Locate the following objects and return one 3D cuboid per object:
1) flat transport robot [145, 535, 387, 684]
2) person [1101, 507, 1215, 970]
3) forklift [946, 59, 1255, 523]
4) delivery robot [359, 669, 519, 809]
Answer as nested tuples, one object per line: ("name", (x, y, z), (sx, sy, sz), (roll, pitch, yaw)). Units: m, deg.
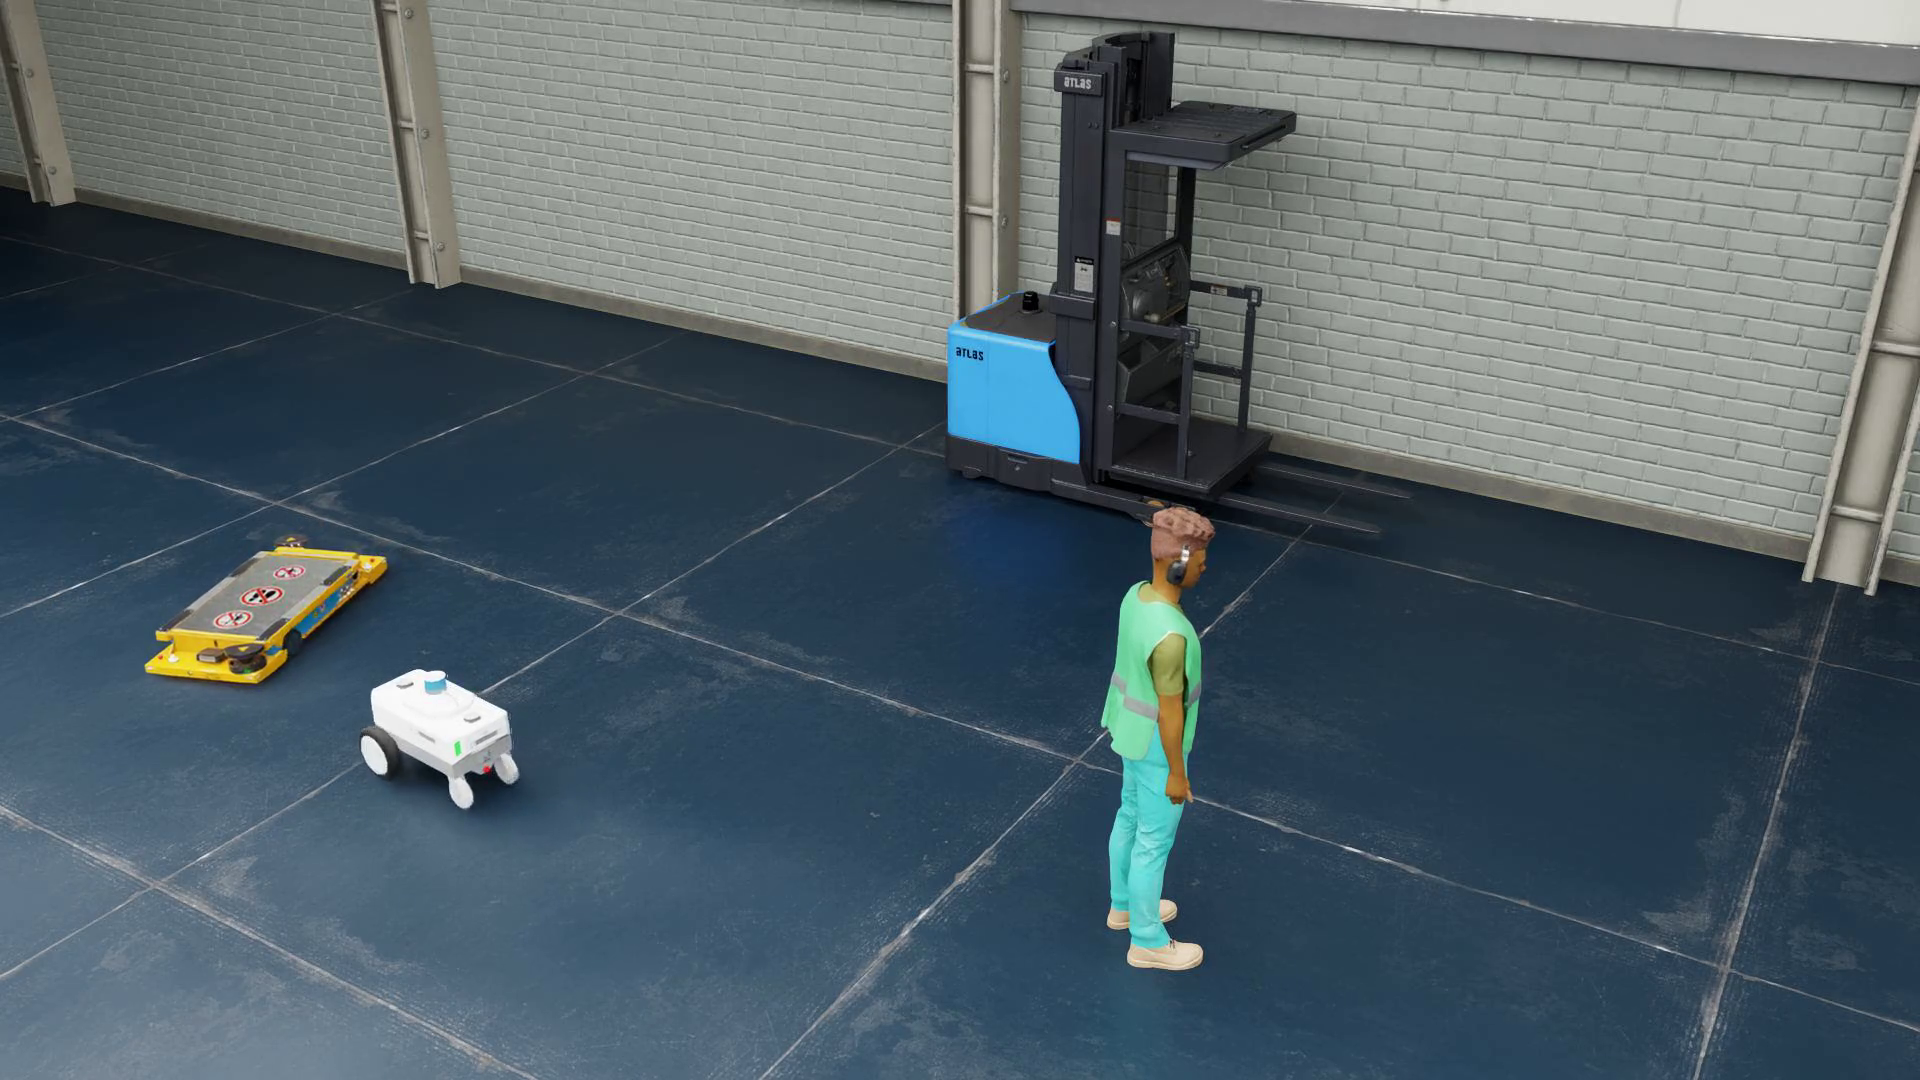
("flat transport robot", (-3.913, 0.378, 9.460), (0.659, 0.231, 1.431), (4, 26, 9))
("person", (0.769, 0.793, 6.585), (0.404, 1.980, 0.481), (-5, 26, -10))
("forklift", (0.933, -1.707, 10.833), (1.873, 2.768, 1.129), (15, 29, 28))
("delivery robot", (-2.507, 0.913, 8.013), (0.810, 0.612, 0.499), (18, 31, 33))
